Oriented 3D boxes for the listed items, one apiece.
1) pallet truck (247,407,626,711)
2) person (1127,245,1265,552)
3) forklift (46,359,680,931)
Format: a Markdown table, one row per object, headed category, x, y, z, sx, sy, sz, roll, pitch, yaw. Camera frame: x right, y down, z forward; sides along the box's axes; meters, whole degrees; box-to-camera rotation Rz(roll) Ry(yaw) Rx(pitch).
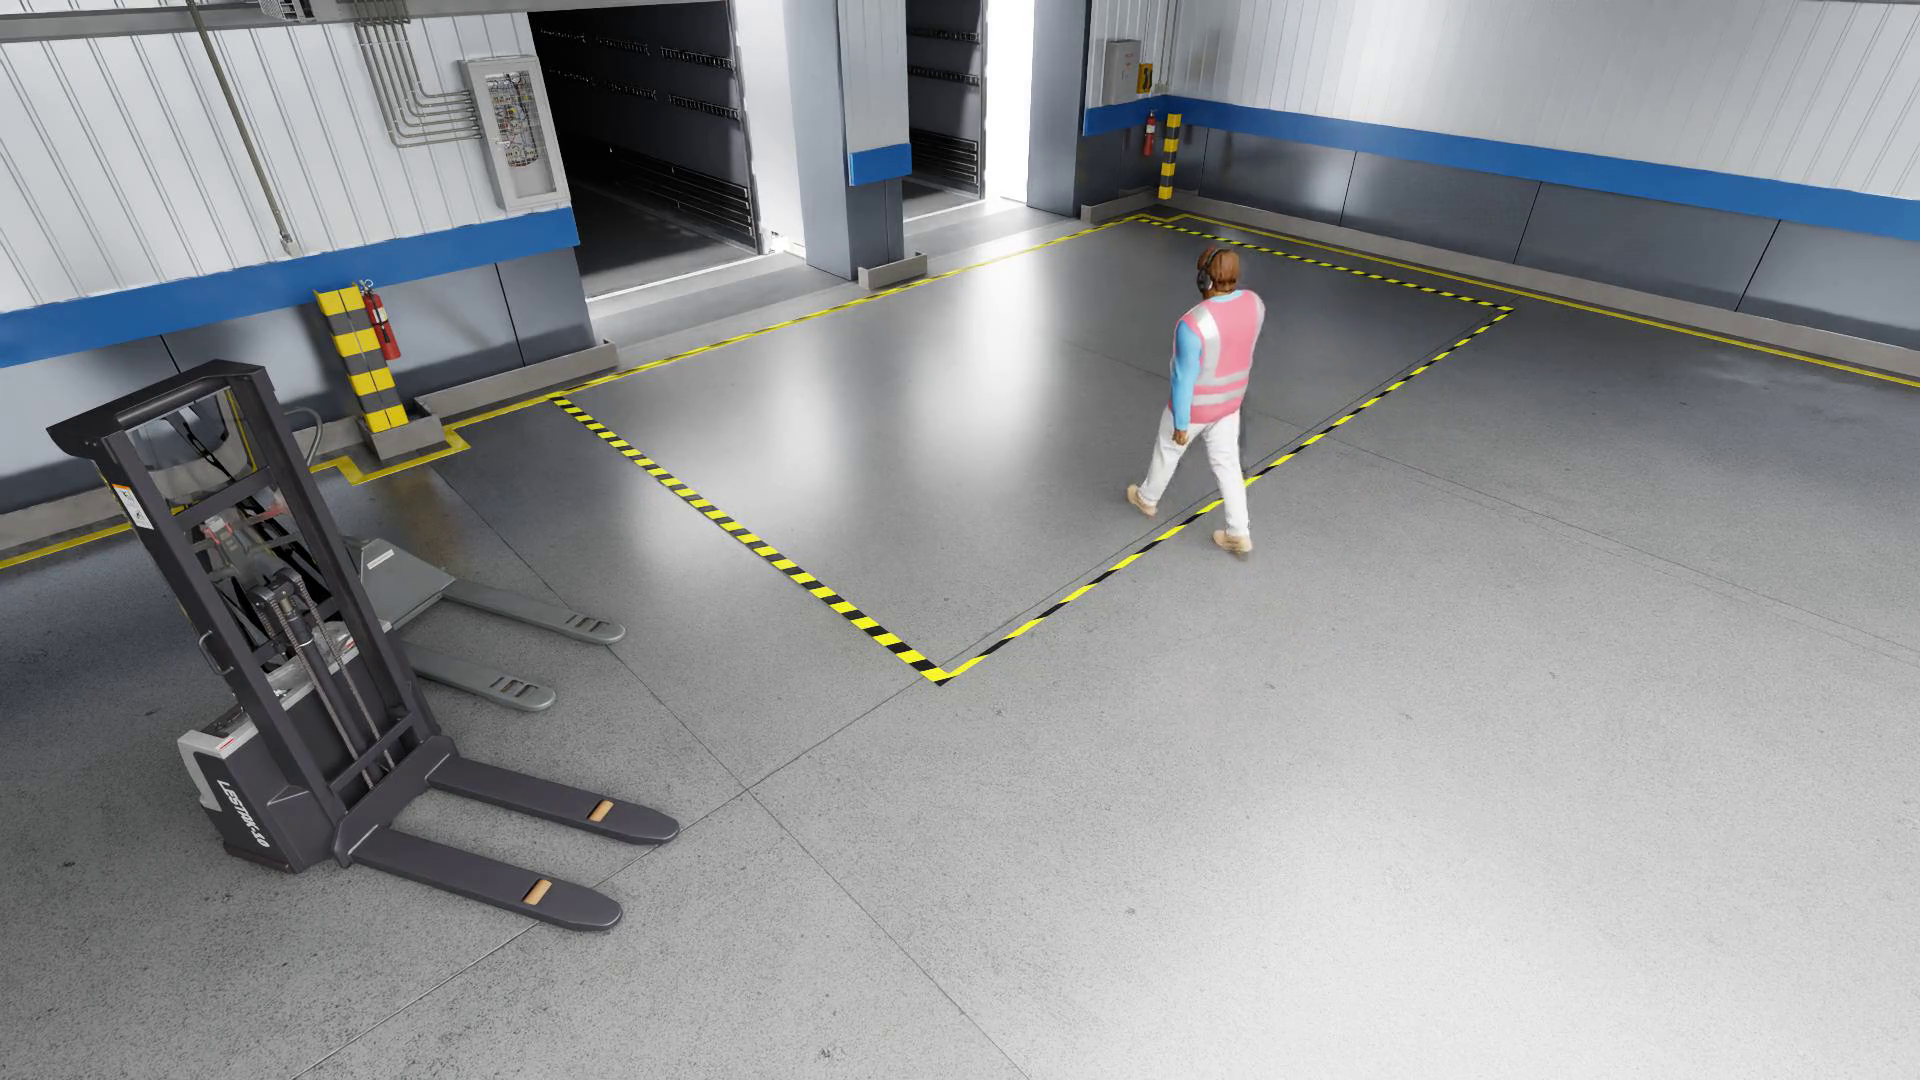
| category | x | y | z | sx | sy | sz | roll | pitch | yaw |
| --- | --- | --- | --- | --- | --- | --- | --- | --- | --- |
| pallet truck | -2.628 | 0.038 | 4.590 | 1.601 | 1.201 | 0.680 | 12 | 36 | 18 |
| person | 1.425 | -0.812 | 5.355 | 0.636 | 1.796 | 0.980 | -17 | 38 | -23 |
| forklift | -2.135 | 0.422 | 3.354 | 1.885 | 1.965 | 0.823 | 10 | 35 | 14 |
